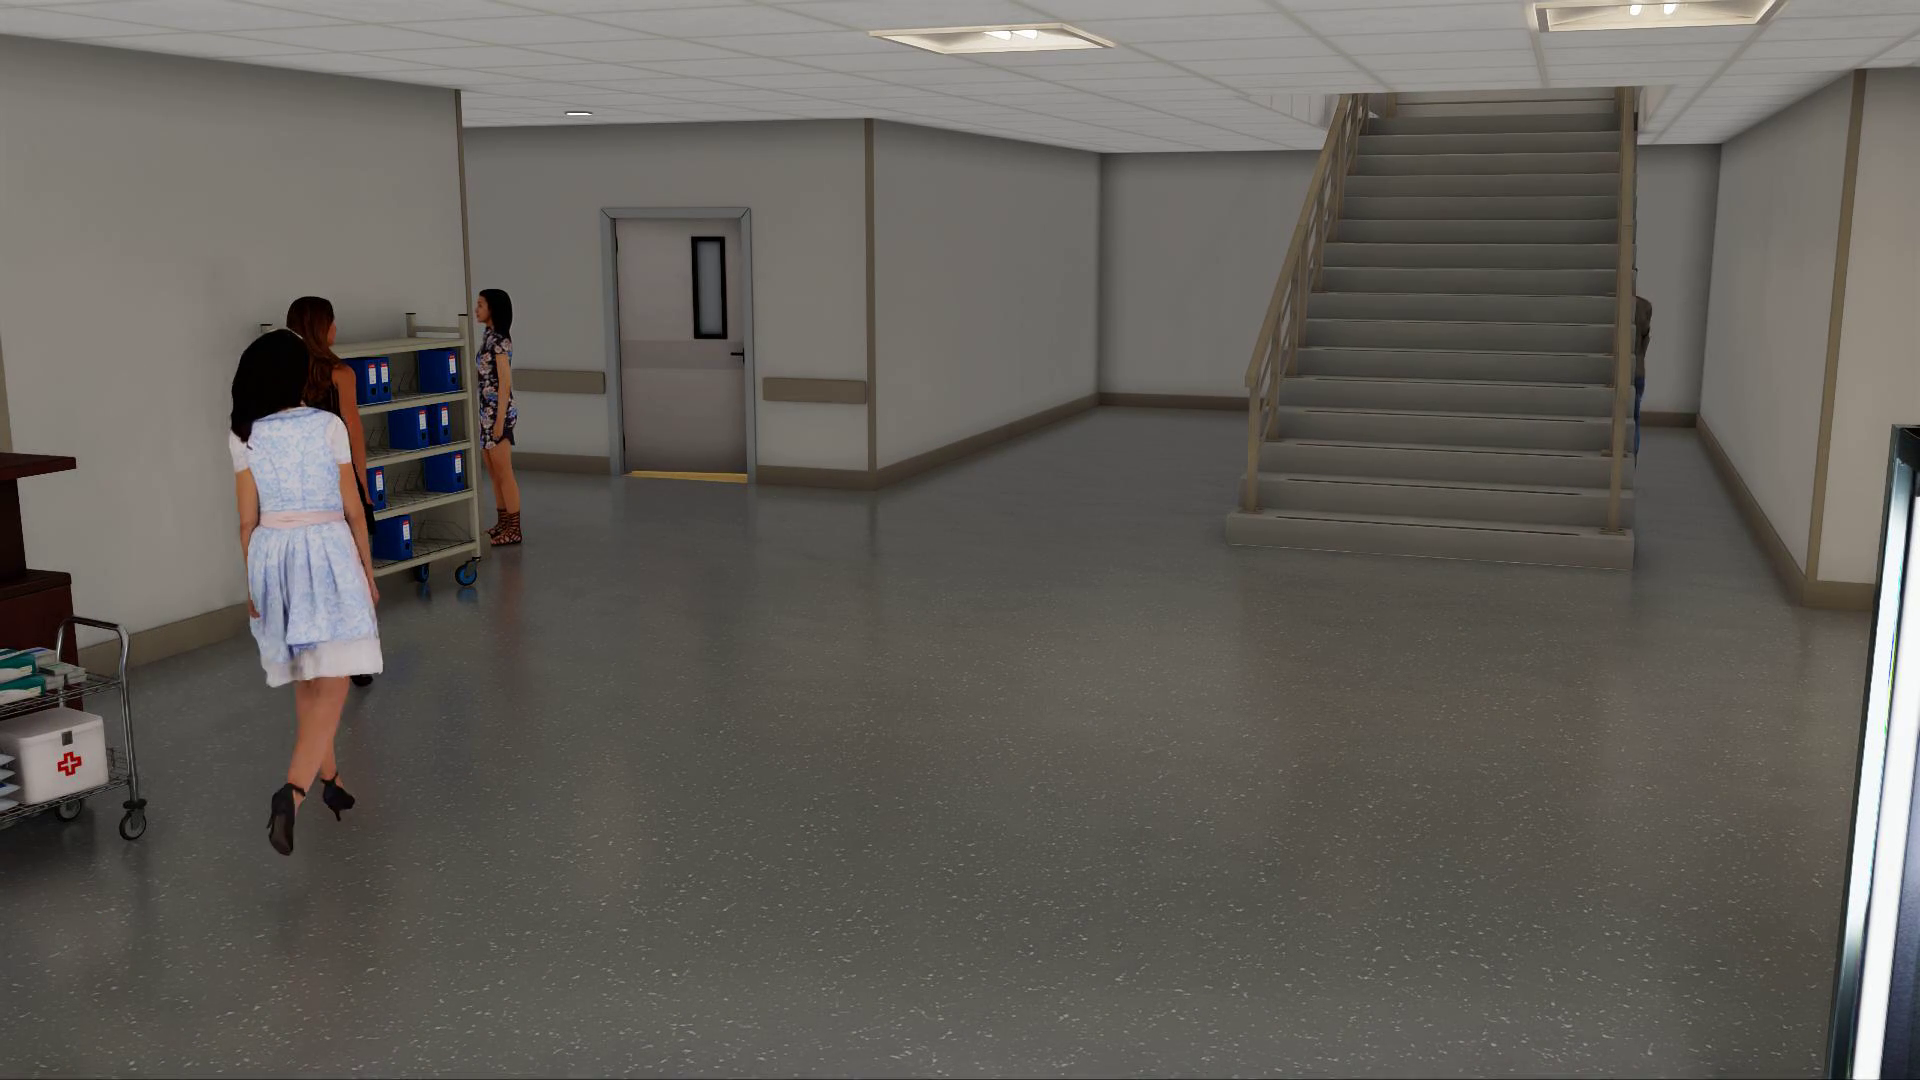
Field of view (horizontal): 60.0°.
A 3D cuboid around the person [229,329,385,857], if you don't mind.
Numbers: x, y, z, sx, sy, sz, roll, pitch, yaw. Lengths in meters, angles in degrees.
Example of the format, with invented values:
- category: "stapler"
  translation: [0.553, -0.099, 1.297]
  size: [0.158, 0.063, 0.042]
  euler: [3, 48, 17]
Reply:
- category: "person"
  translation: [-2.222, 0.215, 5.652]
  size: [0.966, 1.786, 1.240]
  euler: [-1, 11, -3]

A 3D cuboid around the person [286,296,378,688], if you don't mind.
- category: "person"
  translation: [-2.967, -0.210, 7.758]
  size: [0.617, 1.834, 0.580]
  euler: [2, 11, 9]

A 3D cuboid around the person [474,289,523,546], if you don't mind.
- category: "person"
  translation: [-3.159, -0.841, 11.354]
  size: [0.713, 1.733, 0.669]
  euler: [-6, 12, -29]
